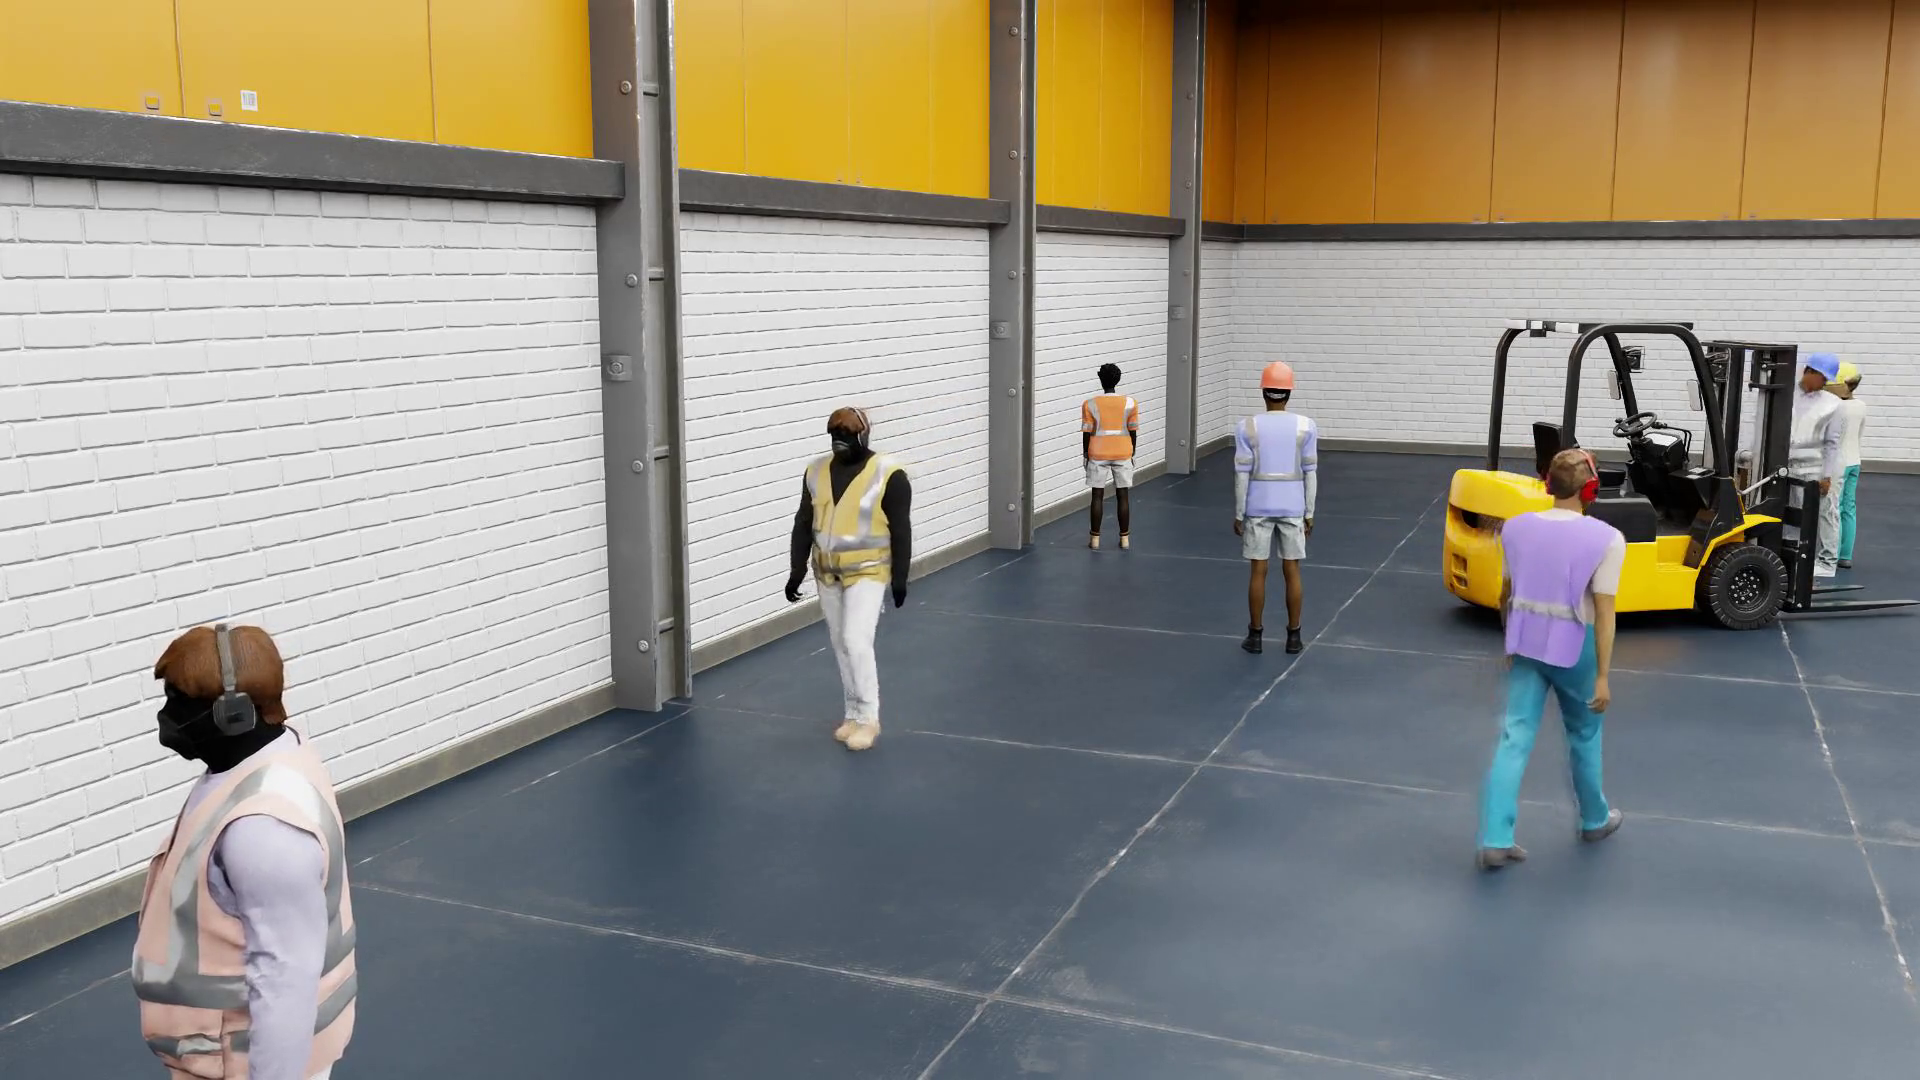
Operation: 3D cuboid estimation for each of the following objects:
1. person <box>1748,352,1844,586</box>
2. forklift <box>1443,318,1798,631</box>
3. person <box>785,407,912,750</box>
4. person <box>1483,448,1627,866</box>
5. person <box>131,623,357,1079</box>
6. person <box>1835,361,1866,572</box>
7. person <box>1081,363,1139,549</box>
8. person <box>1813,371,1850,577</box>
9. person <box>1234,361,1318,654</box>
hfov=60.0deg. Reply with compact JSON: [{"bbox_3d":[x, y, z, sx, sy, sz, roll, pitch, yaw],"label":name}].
[{"bbox_3d":[6.613,-0.565,13.343,0.765,1.902,0.399,6,11,31],"label":"person"},{"bbox_3d":[4.706,-0.497,11.990,2.313,2.155,1.214,-2,10,-10],"label":"forklift"},{"bbox_3d":[-0.616,0.204,8.861,0.629,1.820,0.564,6,11,31],"label":"person"},{"bbox_3d":[2.582,0.494,7.192,0.966,1.792,0.585,-8,12,-41],"label":"person"},{"bbox_3d":[-1.498,1.077,3.523,0.429,1.841,0.633,-4,10,-25],"label":"person"},{"bbox_3d":[7.387,-0.615,13.999,0.525,1.770,0.307,-6,11,-34],"label":"person"},{"bbox_3d":[1.355,-0.752,15.061,0.532,1.694,0.320,0,9,-2],"label":"person"},{"bbox_3d":[7.163,-0.565,13.784,0.313,1.738,0.483,5,11,29],"label":"person"},{"bbox_3d":[2.077,-0.207,11.004,0.543,1.939,0.362,1,9,5],"label":"person"}]
